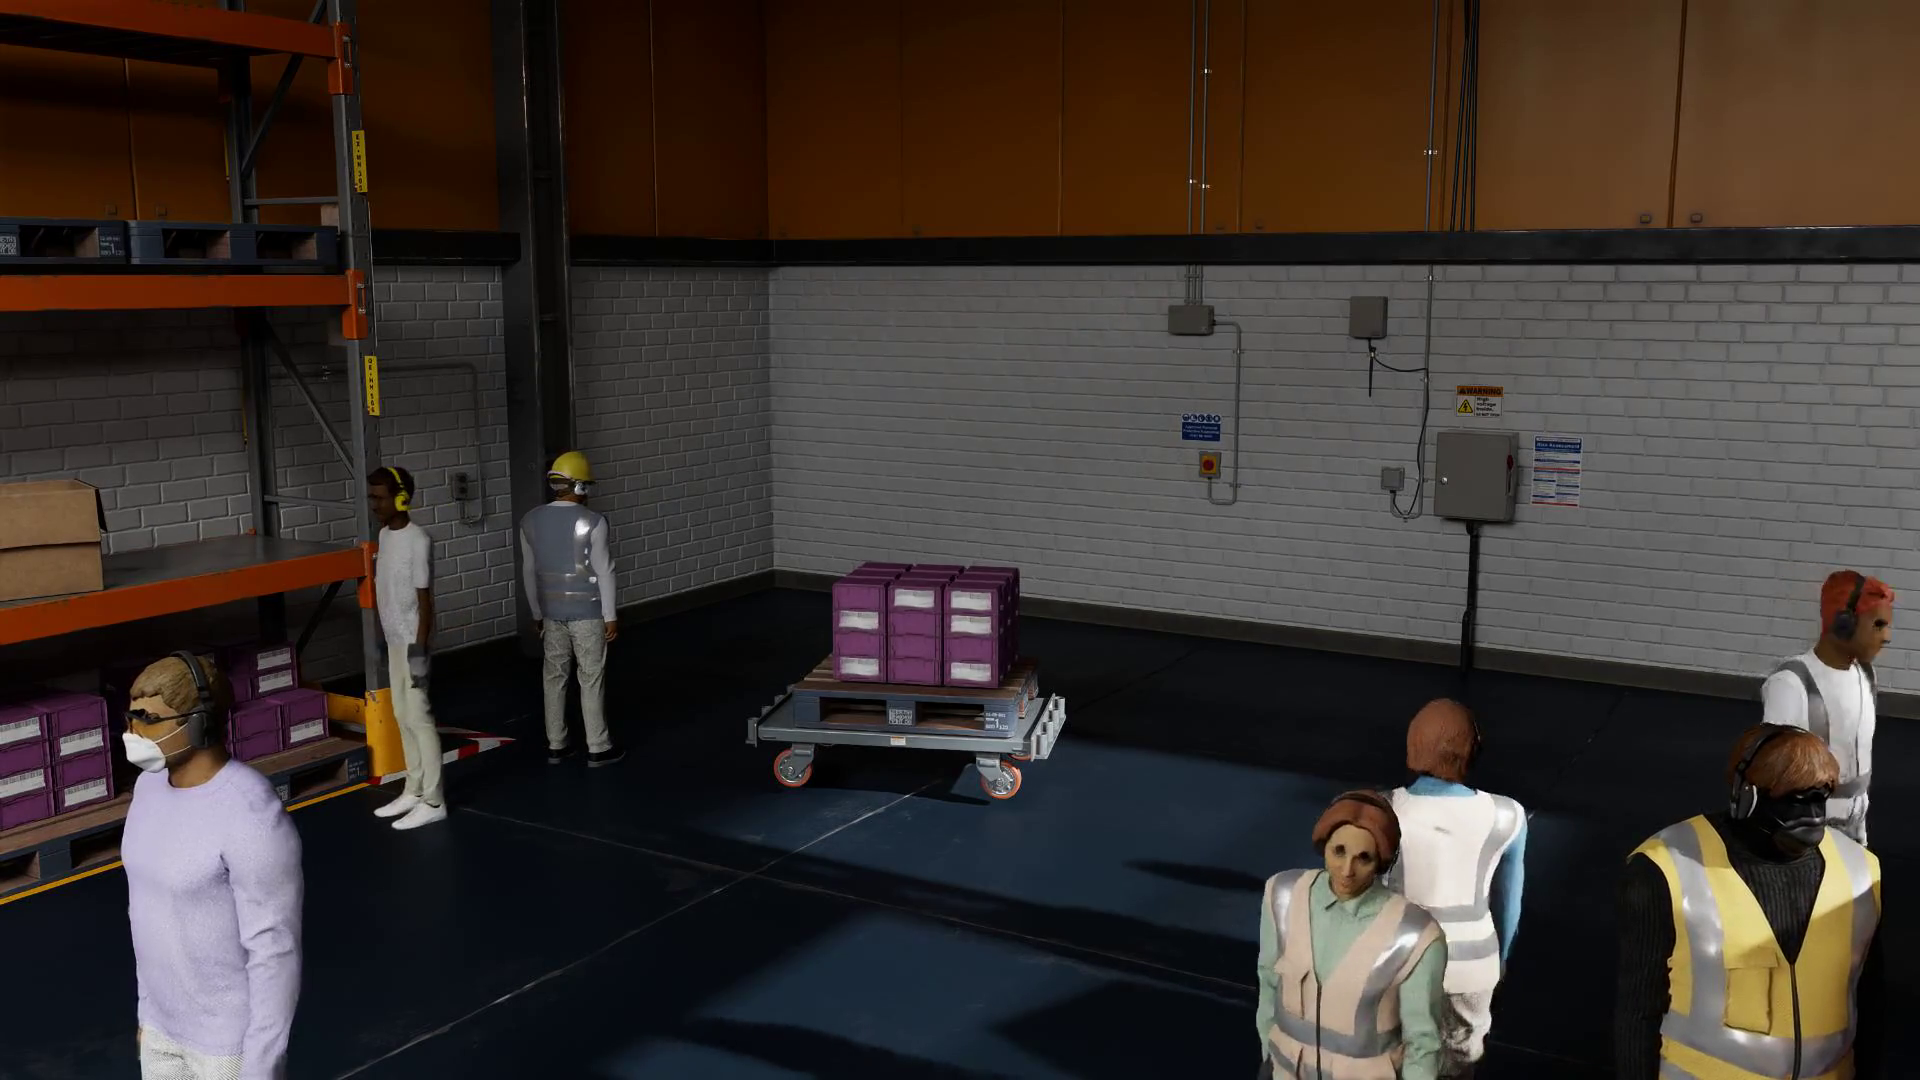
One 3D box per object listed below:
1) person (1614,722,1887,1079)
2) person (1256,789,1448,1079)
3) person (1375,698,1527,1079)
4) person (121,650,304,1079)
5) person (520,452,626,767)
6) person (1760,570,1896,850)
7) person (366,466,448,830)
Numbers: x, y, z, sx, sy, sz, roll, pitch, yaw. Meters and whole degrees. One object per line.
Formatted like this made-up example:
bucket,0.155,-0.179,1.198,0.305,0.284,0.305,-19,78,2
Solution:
person,1.834,1.314,3.872,0.625,1.836,0.428,0,9,-1
person,0.860,1.399,4.028,0.528,1.598,0.782,8,12,41
person,1.373,1.254,4.867,0.518,1.632,0.378,2,9,11
person,-1.851,1.222,4.115,0.631,1.940,0.372,7,11,36
person,-2.219,0.402,9.595,0.588,1.822,0.403,3,10,19
person,2.829,1.028,5.637,0.749,1.864,0.345,-5,10,-29
person,-2.863,0.546,8.567,0.330,1.864,0.513,-8,12,-42
